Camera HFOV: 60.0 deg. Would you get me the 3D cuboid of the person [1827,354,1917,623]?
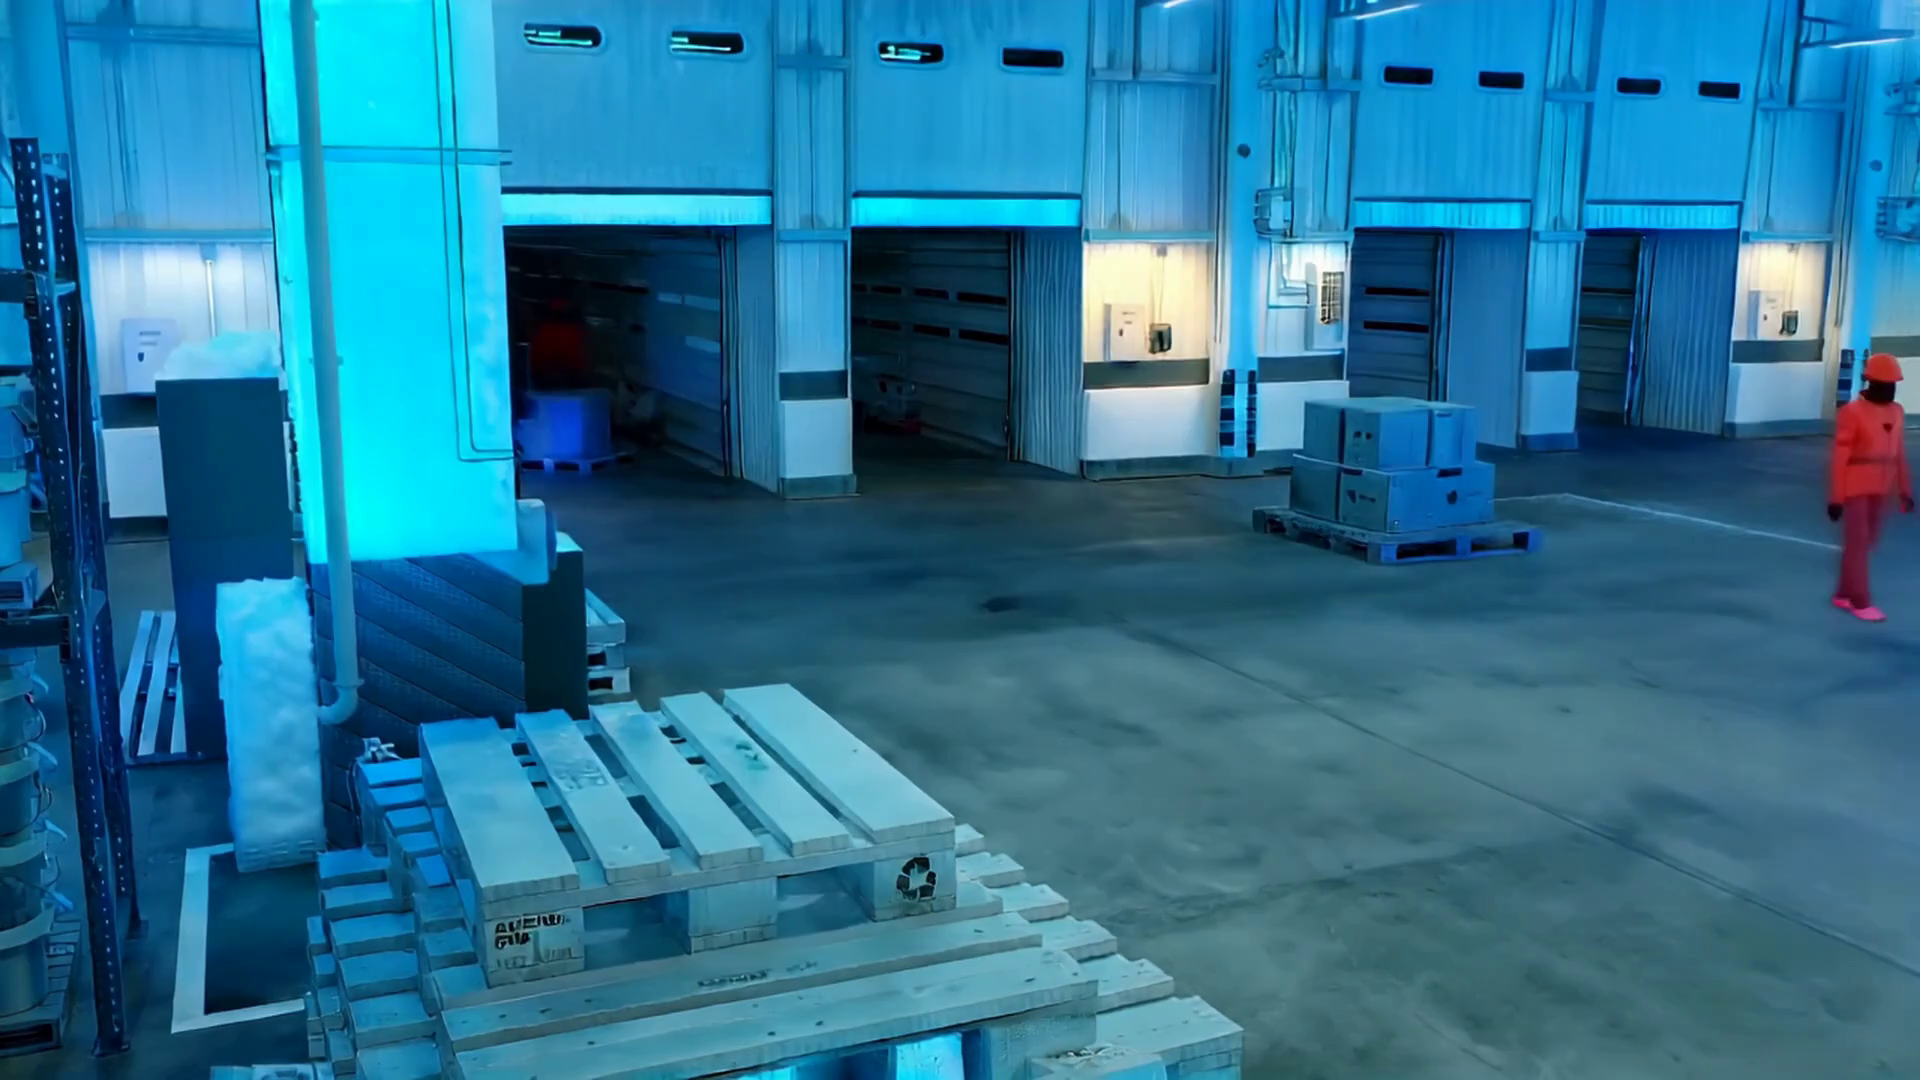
[{"bbox_3d":[6.579,-0.381,11.970,0.617,1.923,0.495,-5,11,-25],"label":"person"}]
